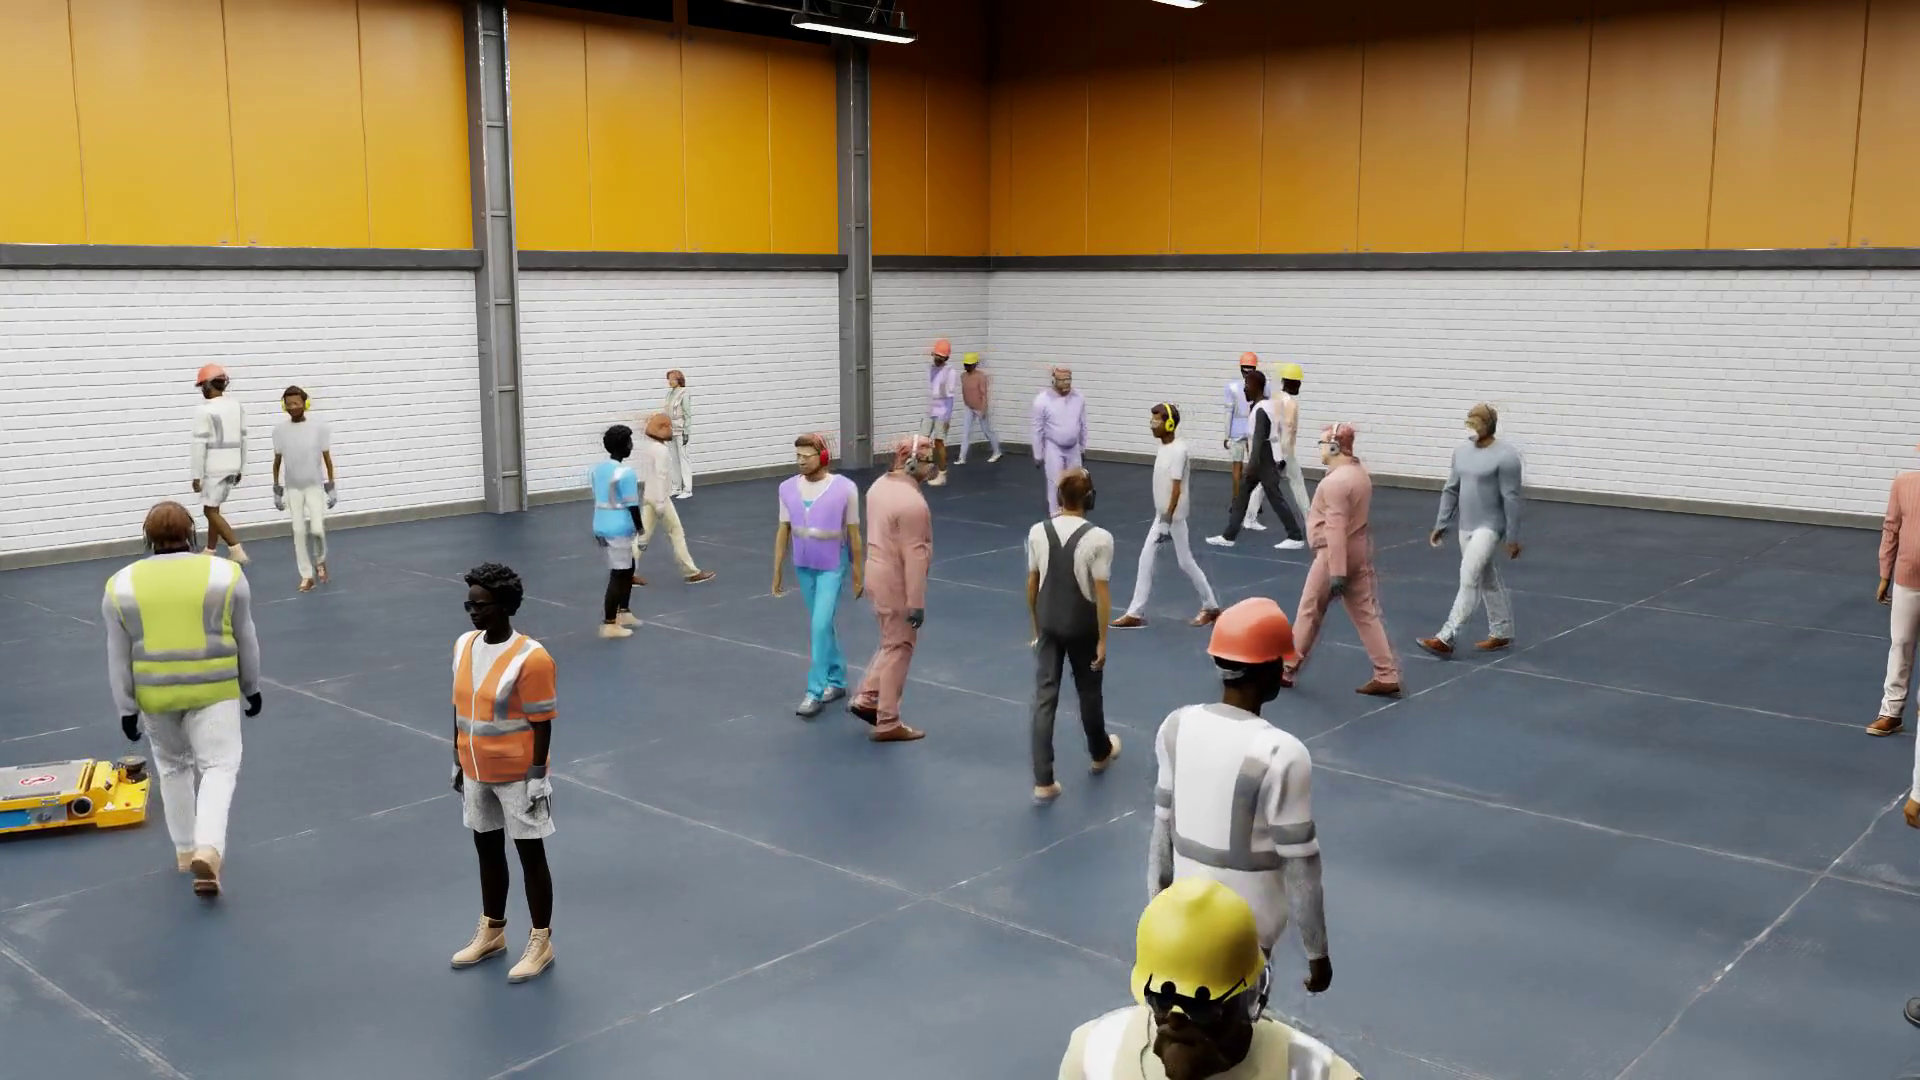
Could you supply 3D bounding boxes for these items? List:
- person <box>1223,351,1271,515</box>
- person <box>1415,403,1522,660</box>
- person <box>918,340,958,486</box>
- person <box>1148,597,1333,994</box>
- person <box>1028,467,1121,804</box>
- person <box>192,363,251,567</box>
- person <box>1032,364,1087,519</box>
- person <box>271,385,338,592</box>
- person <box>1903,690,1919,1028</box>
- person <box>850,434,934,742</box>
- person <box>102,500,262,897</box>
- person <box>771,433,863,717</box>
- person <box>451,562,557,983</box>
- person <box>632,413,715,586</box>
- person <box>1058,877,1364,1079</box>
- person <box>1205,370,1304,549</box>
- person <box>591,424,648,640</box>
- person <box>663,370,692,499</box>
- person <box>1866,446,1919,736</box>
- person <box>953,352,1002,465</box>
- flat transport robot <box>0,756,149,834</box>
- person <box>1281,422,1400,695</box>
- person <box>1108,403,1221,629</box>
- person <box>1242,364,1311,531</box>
[{"bbox_3d":[3.396,-1.266,19.730,0.552,1.935,0.374,0,9,2],"label":"person"},{"bbox_3d":[3.766,-0.059,12.304,1.014,1.887,0.643,-3,10,-21],"label":"person"},{"bbox_3d":[-0.298,-1.684,22.204,0.693,1.980,0.490,8,12,42],"label":"person"},{"bbox_3d":[0.815,1.110,4.996,1.009,1.888,0.568,-7,11,-36],"label":"person"},{"bbox_3d":[0.614,0.490,9.149,0.546,1.788,0.976,4,10,25],"label":"person"},{"bbox_3d":[-7.155,-0.696,15.959,0.692,1.995,0.676,2,9,15],"label":"person"},{"bbox_3d":[1.056,-0.985,18.139,0.666,1.881,0.610,-5,10,-27],"label":"person"},{"bbox_3d":[-5.876,-0.459,14.900,0.552,1.858,0.406,-2,9,-10],"label":"person"},{"bbox_3d":[3.778,0.906,6.122,0.542,1.929,0.374,2,9,12],"label":"person"},{"bbox_3d":[-0.362,0.297,10.091,0.413,1.885,0.673,-4,10,-22],"label":"person"},{"bbox_3d":[-3.571,0.719,7.672,0.625,1.813,0.834,-2,9,-14],"label":"person"},{"bbox_3d":[-0.975,0.220,10.780,0.582,1.806,0.833,5,10,28],"label":"person"},{"bbox_3d":[-1.852,0.927,6.718,0.535,1.697,0.318,5,10,29],"label":"person"},{"bbox_3d":[-2.705,-0.364,15.144,0.850,1.580,0.518,-4,10,-26],"label":"person"},{"bbox_3d":[0.424,1.470,3.040,0.620,1.774,0.946,4,10,24],"label":"person"},{"bbox_3d":[3.115,-0.820,17.226,1.015,1.865,0.594,1,9,5],"label":"person"},{"bbox_3d":[-2.603,-0.067,13.005,0.572,1.675,0.547,-7,12,-39],"label":"person"},{"bbox_3d":[-3.586,-1.340,21.136,0.306,1.637,0.524,-7,12,-39],"label":"person"},{"bbox_3d":[5.874,0.250,10.063,0.393,1.985,0.611,-8,12,-42],"label":"person"},{"bbox_3d":[0.270,-1.985,24.997,0.555,1.700,0.919,8,12,41],"label":"person"},{"bbox_3d":[-4.970,1.349,8.527,1.431,0.197,0.652,-4,10,-23],"label":"flat transport robot"},{"bbox_3d":[2.542,0.128,11.253,1.018,1.853,0.666,6,11,32],"label":"person"},{"bbox_3d":[1.693,-0.177,13.289,0.963,1.825,0.535,-3,10,-19],"label":"person"},{"bbox_3d":[3.604,-1.018,18.427,1.035,1.861,0.591,-3,10,-18],"label":"person"}]
